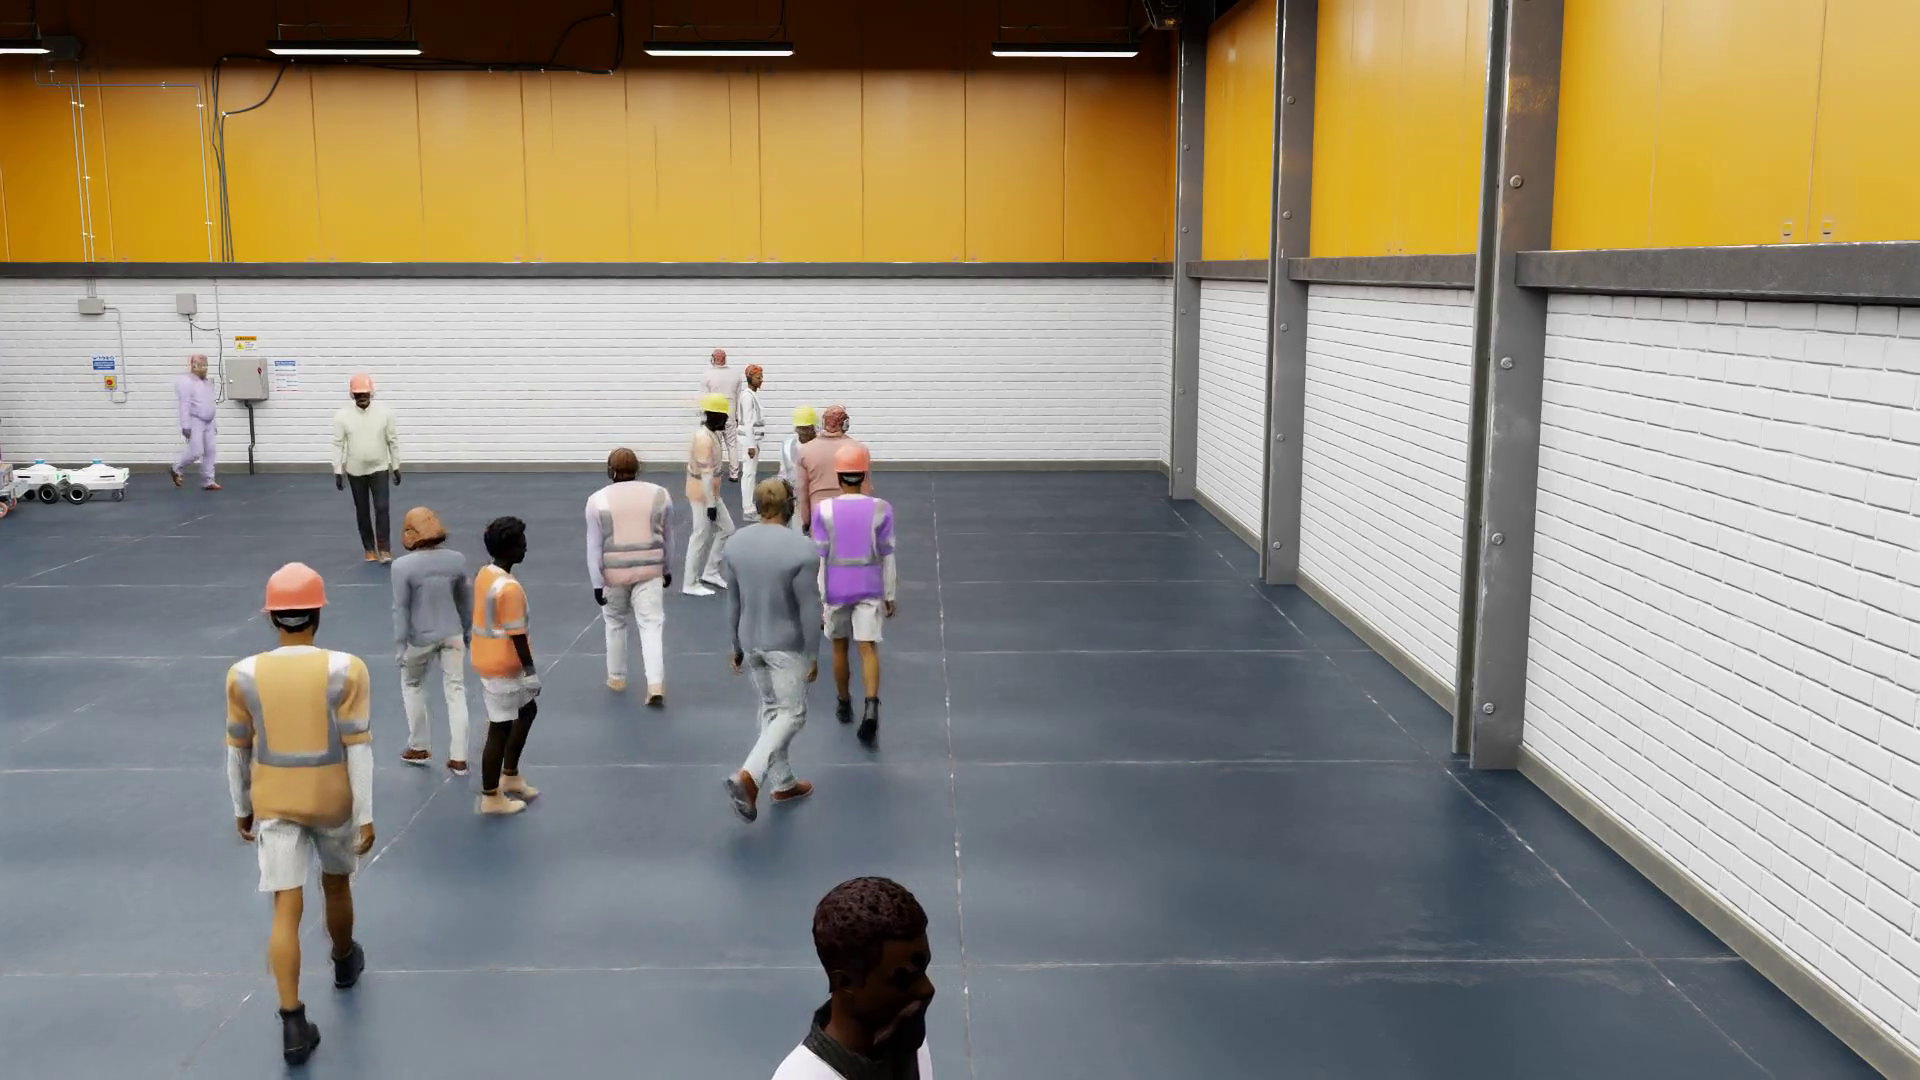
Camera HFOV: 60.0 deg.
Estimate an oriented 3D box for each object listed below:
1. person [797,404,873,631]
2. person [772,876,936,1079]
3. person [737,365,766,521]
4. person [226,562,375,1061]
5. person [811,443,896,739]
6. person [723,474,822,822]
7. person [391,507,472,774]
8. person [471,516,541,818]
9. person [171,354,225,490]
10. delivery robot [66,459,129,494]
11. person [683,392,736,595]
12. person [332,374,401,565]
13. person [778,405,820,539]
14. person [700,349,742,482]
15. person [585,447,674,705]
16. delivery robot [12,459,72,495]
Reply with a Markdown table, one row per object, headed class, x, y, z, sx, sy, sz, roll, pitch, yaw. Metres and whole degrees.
| class | x | y | z | sx | sy | sz | roll | pitch | yaw |
| --- | --- | --- | --- | --- | --- | --- | --- | --- | --- |
| person | -1.032 | -0.186 | 13.972 | 0.643 | 1.910 | 0.399 | 2 | 9 | 12 |
| person | -0.218 | 1.563 | 3.218 | 0.372 | 1.916 | 0.597 | 3 | 10 | 17 |
| person | -2.508 | -1.174 | 20.106 | 0.362 | 1.883 | 0.576 | 0 | 9 | -1 |
| person | -2.613 | 1.026 | 6.626 | 0.566 | 1.882 | 1.017 | -2 | 9 | -11 |
| person | -0.685 | 0.329 | 10.830 | 0.552 | 1.911 | 0.899 | -1 | 9 | -9 |
| person | -1.064 | 0.598 | 9.163 | 0.634 | 1.915 | 0.786 | 6 | 11 | 31 |
| person | -3.222 | 0.595 | 10.080 | 0.537 | 1.605 | 0.688 | -9 | 13 | -42 |
| person | -2.473 | 0.700 | 9.205 | 0.494 | 1.677 | 0.557 | -5 | 11 | -28 |
| person | -10.449 | -1.595 | 22.705 | 0.617 | 1.885 | 0.656 | 2 | 9 | 12 |
| delivery robot | -11.213 | -0.810 | 21.648 | 0.707 | 0.478 | 0.477 | -3 | 10 | -20 |
| person | -2.337 | -0.418 | 15.423 | 0.554 | 1.896 | 0.597 | 0 | 9 | 1 |
| person | -6.055 | -0.703 | 16.969 | 0.660 | 1.954 | 0.924 | -3 | 10 | -20 |
| person | -1.367 | -0.359 | 15.379 | 0.604 | 1.804 | 0.599 | 1 | 9 | 9 |
| person | -3.403 | -1.750 | 23.563 | 0.642 | 1.909 | 0.397 | -6 | 11 | -34 |
| person | -2.300 | 0.243 | 11.686 | 0.624 | 1.803 | 0.946 | -3 | 10 | -17 |
| delivery robot | -11.954 | -0.809 | 21.641 | 0.707 | 0.478 | 0.477 | 1 | 9 | 6 |
